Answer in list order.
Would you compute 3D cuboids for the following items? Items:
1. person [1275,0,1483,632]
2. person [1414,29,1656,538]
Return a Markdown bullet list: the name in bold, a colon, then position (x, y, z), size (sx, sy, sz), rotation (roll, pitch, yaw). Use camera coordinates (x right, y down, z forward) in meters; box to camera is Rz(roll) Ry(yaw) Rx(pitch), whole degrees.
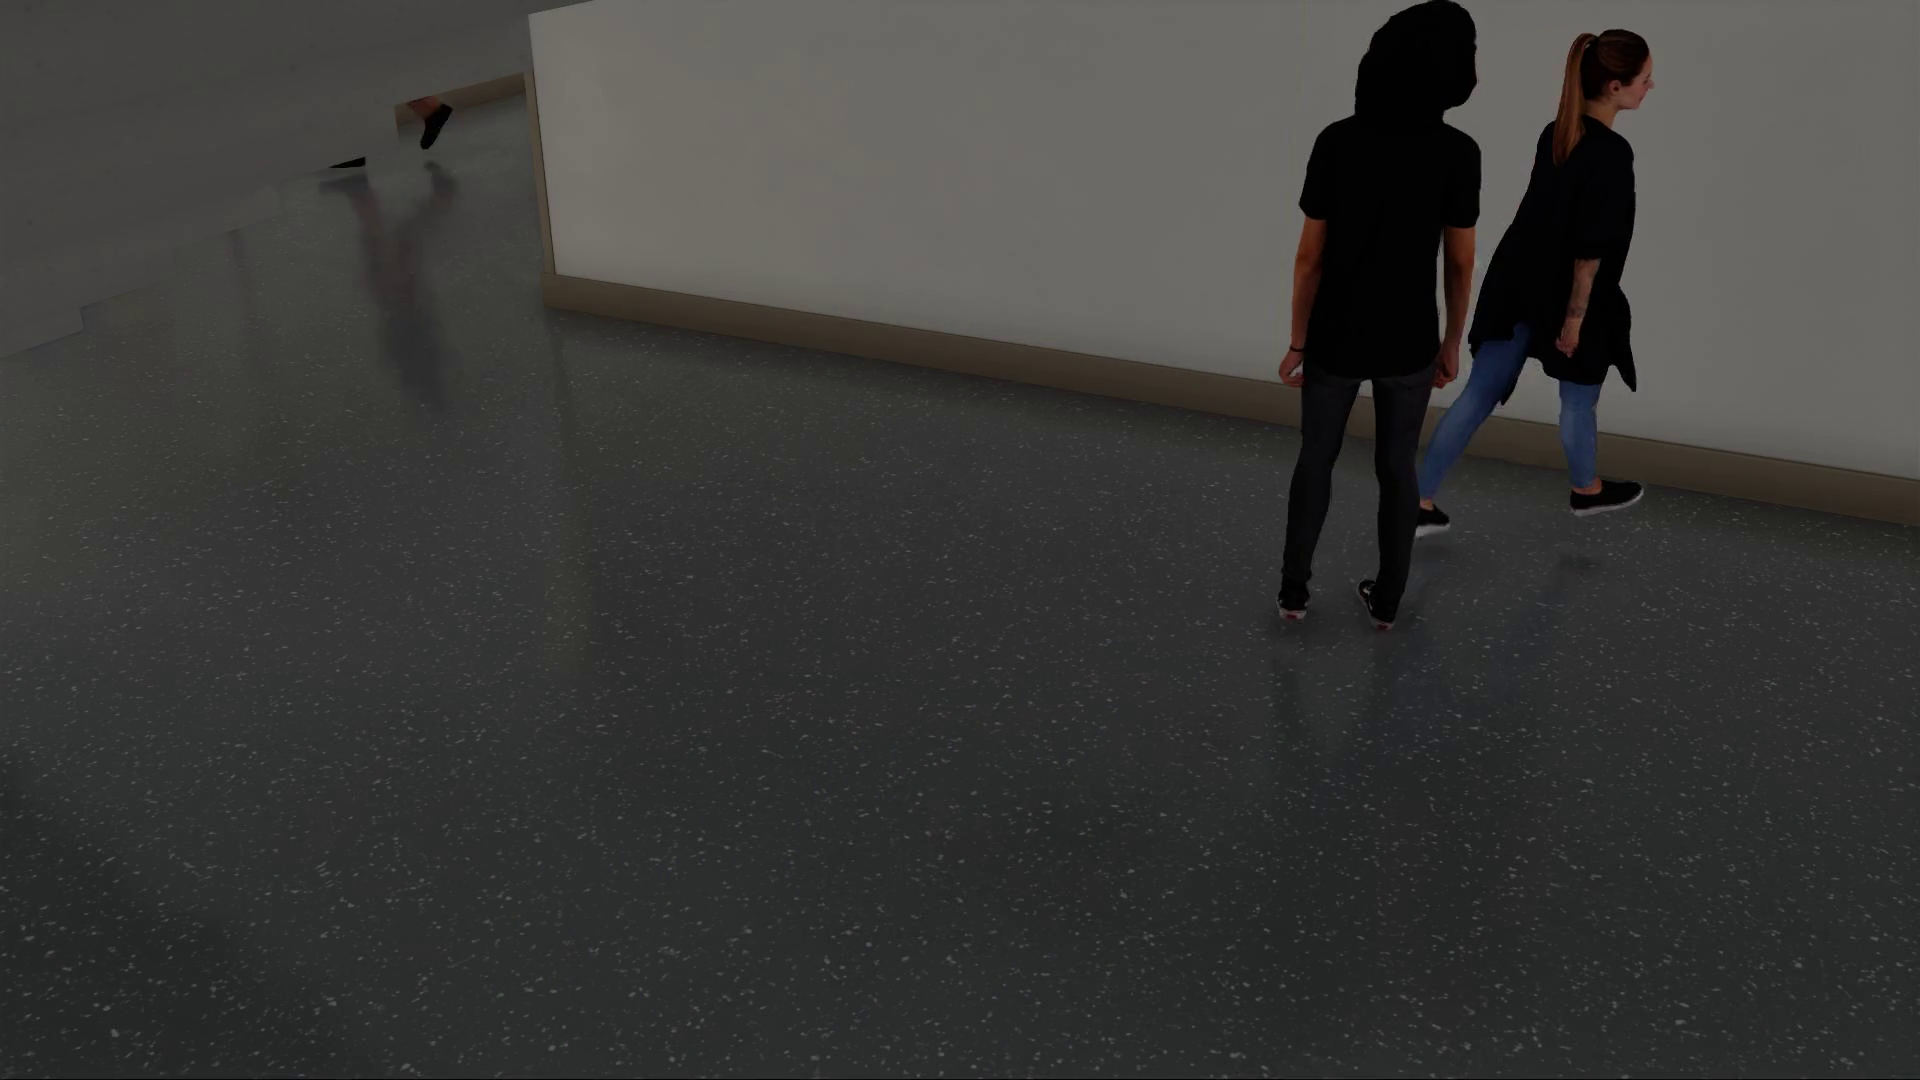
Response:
- **person**: position (1.159, -0.564, 4.656), size (0.616, 1.809, 0.770), rotation (4, 26, 7)
- **person**: position (1.754, -0.702, 5.167), size (1.242, 1.625, 1.144), rotation (-9, 27, -17)
